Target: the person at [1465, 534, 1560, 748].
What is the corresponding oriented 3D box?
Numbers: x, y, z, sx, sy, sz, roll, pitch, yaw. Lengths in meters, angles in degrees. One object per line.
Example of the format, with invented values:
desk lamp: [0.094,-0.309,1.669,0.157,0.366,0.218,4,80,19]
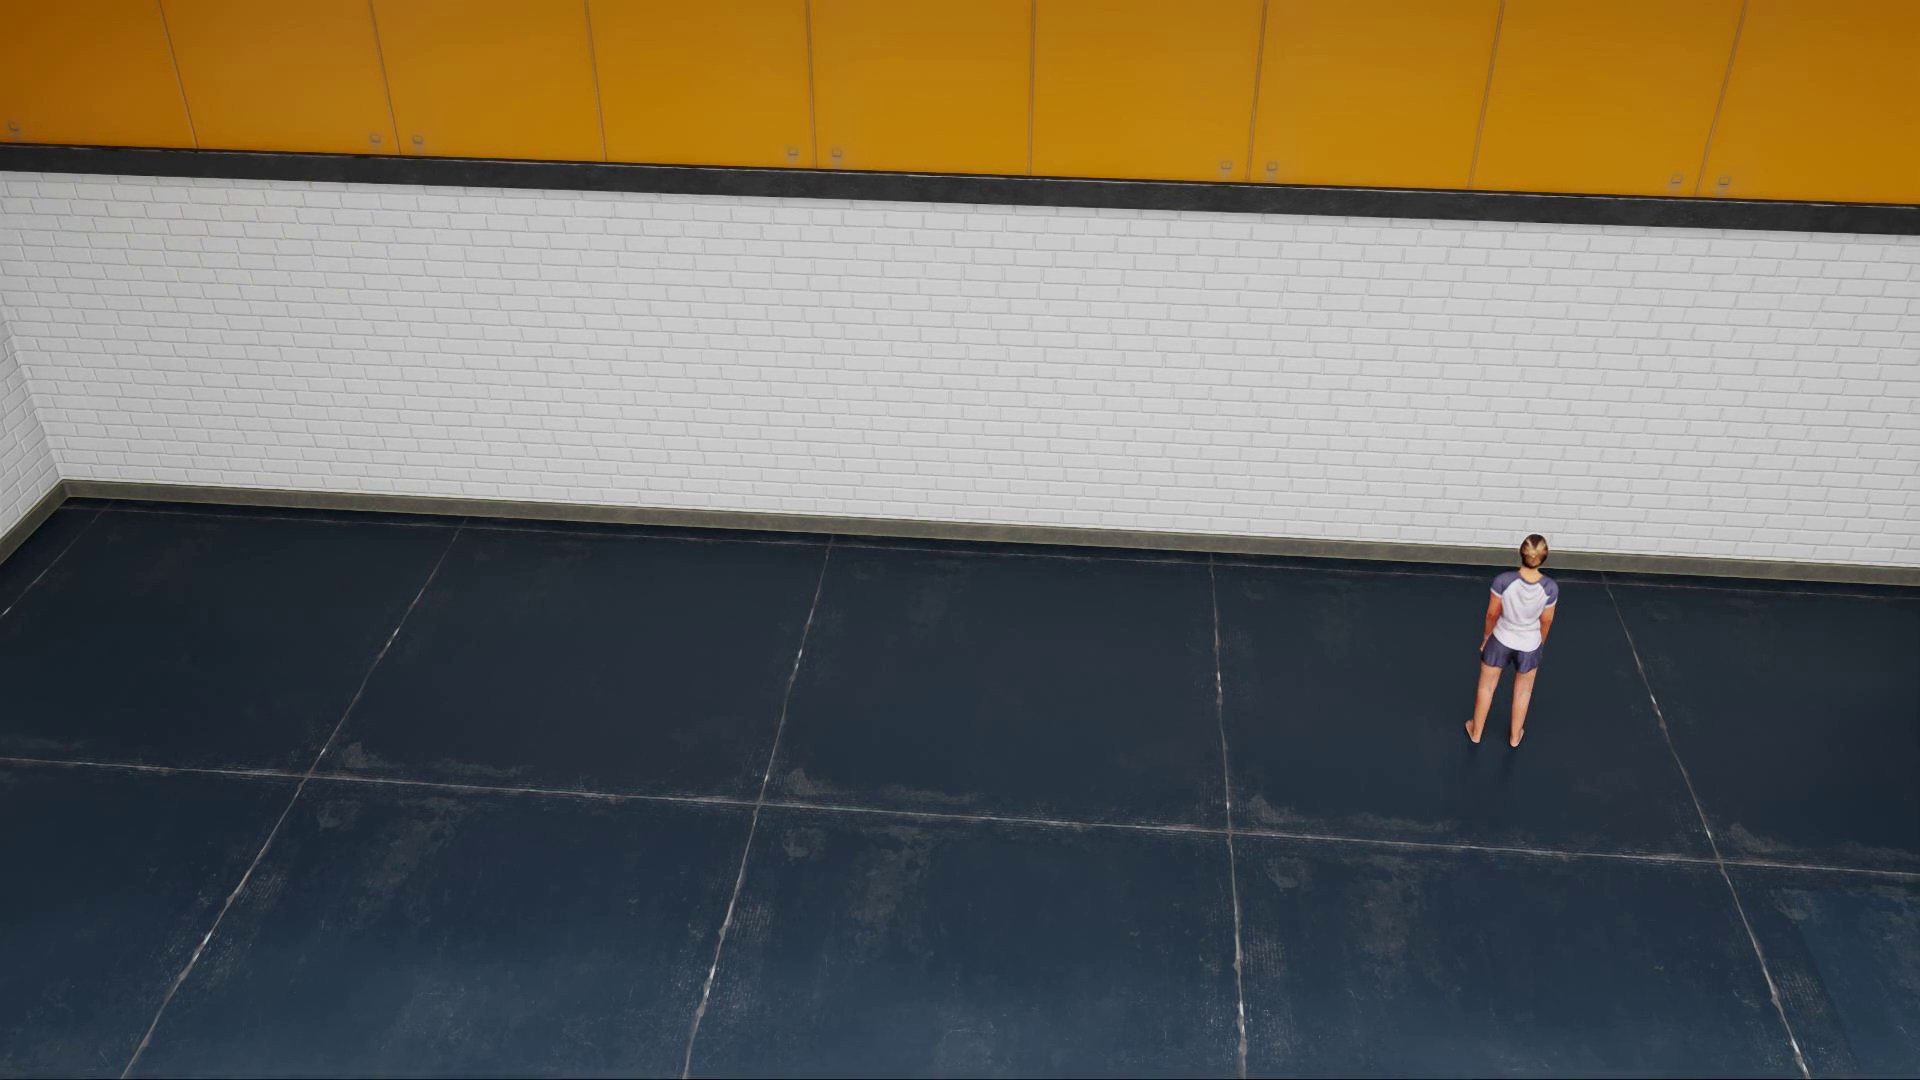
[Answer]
person: [3.590,0.658,10.770,0.605,1.625,0.569,7,34,10]
